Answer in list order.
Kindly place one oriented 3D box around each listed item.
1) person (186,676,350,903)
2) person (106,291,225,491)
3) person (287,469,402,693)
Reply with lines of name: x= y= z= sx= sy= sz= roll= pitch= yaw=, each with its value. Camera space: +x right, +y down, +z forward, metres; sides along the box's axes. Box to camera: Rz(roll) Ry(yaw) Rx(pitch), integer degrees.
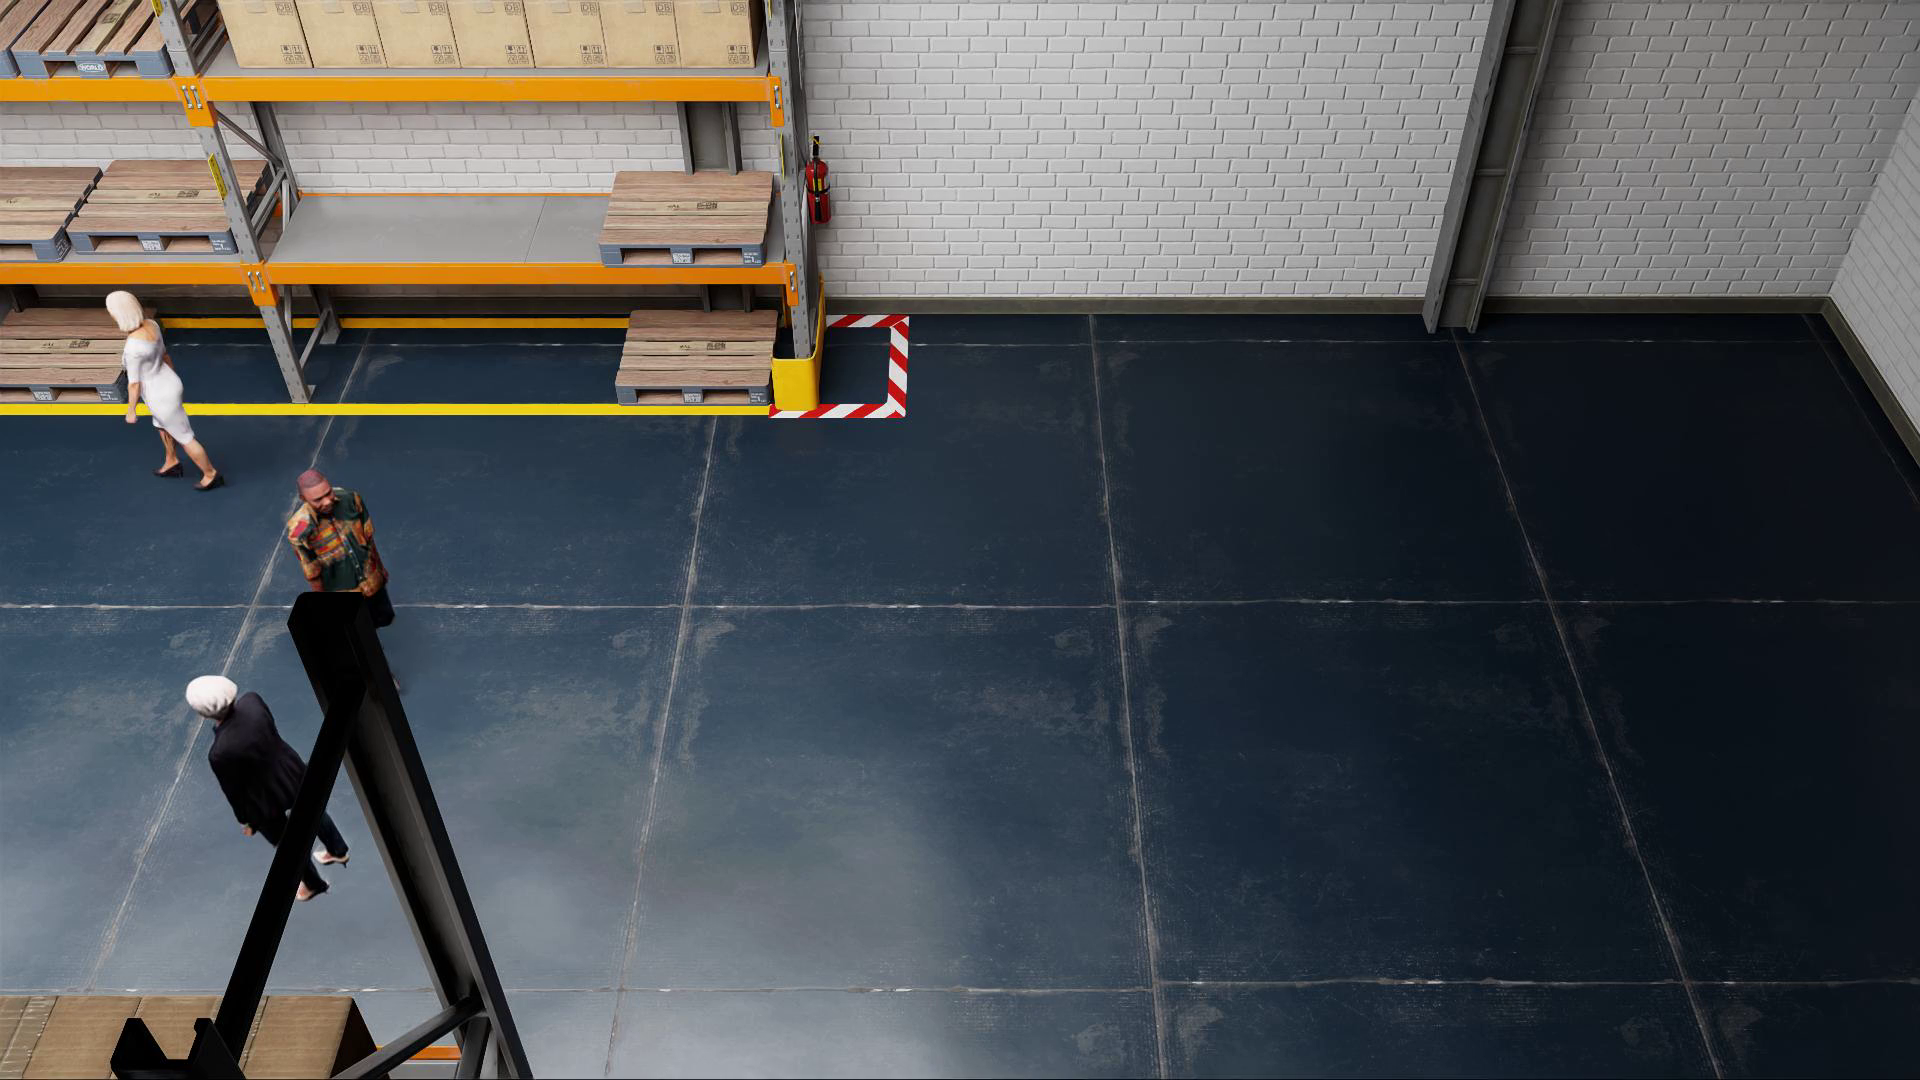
person: x=-3.578 y=1.251 z=8.669 sx=0.677 sy=1.777 sz=0.777 roll=10 pitch=45 yaw=11
person: x=-5.593 y=-1.023 z=11.815 sx=0.790 sy=1.735 sz=0.619 roll=-4 pitch=44 yaw=-4
person: x=-3.894 y=0.209 z=10.477 sx=0.972 sy=1.796 sz=0.904 roll=28 pitch=50 yaw=26
